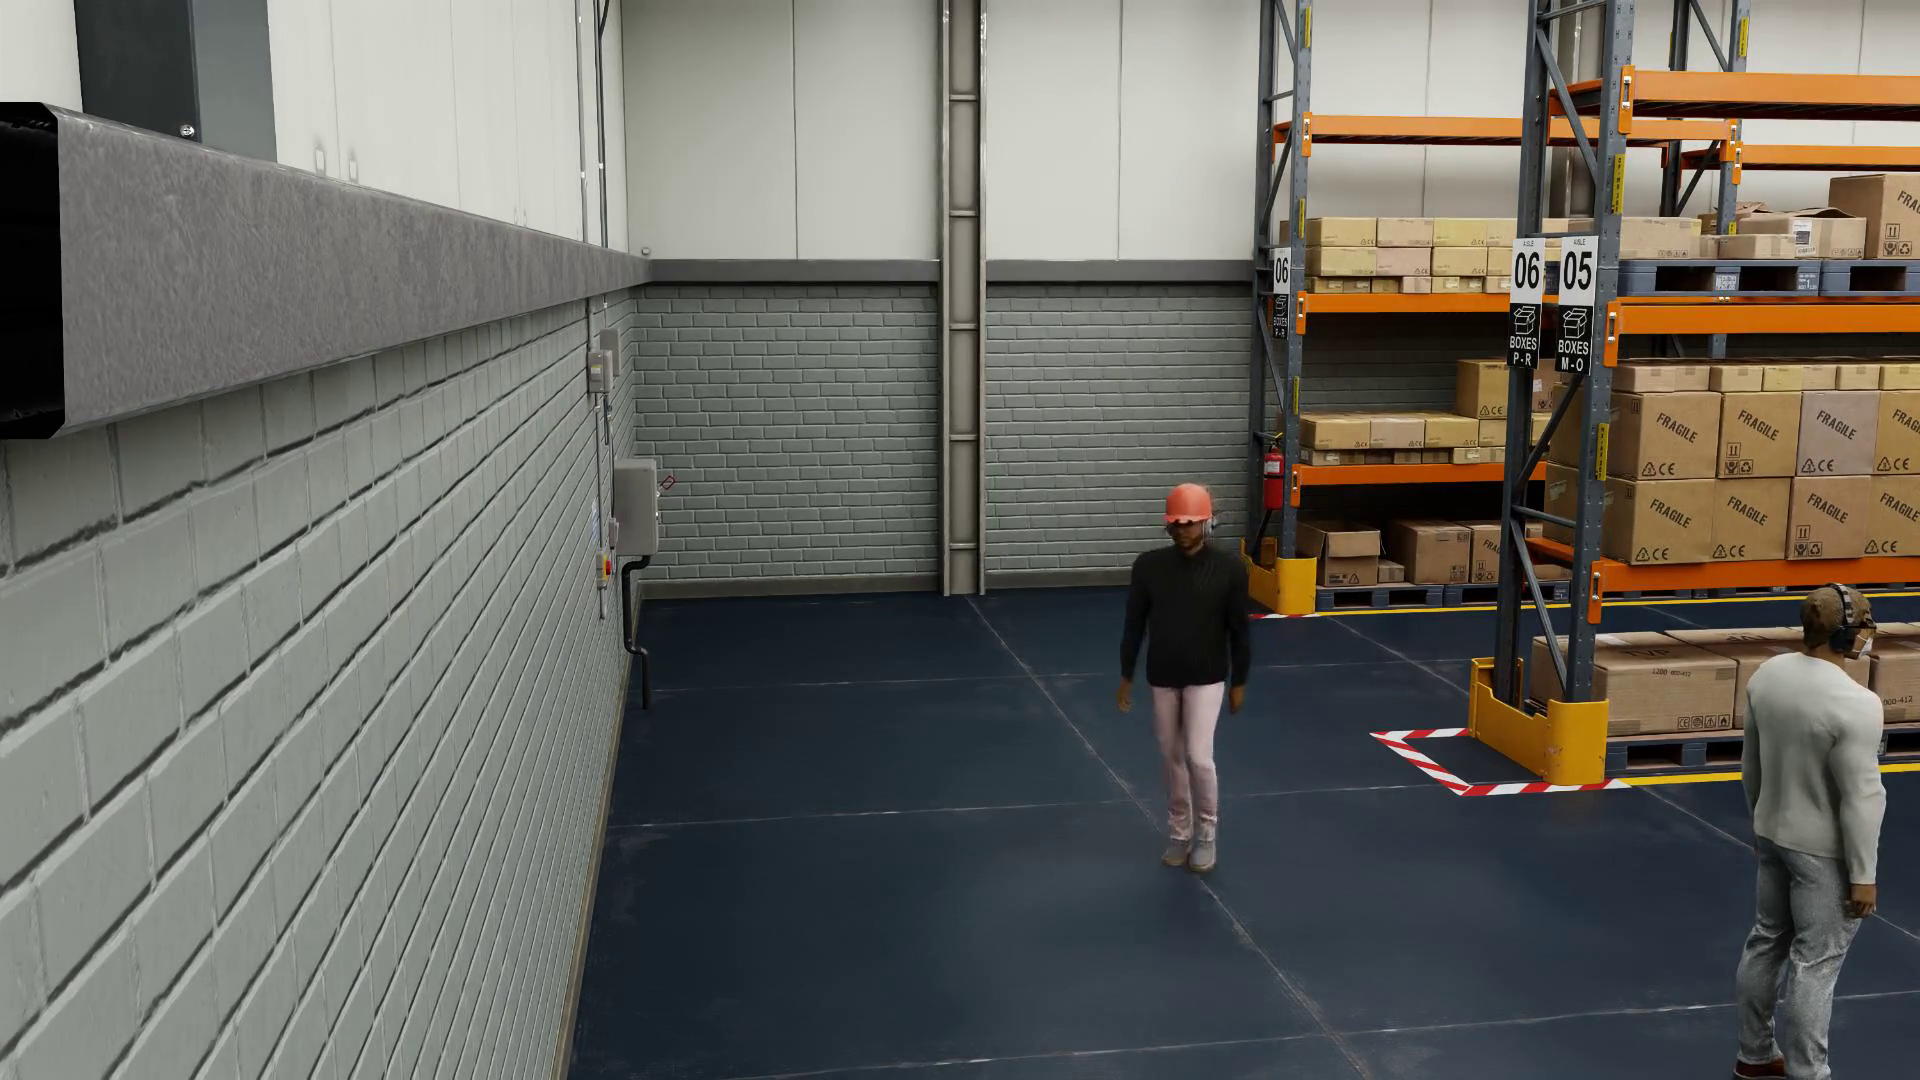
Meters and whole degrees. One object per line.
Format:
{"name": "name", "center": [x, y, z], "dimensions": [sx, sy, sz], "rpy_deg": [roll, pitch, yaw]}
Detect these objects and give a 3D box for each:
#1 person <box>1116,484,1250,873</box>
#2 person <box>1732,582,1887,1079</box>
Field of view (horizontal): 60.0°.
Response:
{"name": "person", "center": [1.111, 0.699, 8.386], "dimensions": [0.622, 1.976, 0.529], "rpy_deg": [5, 10, 27]}
{"name": "person", "center": [3.064, 1.107, 5.983], "dimensions": [0.359, 1.937, 0.635], "rpy_deg": [-2, 9, -9]}
